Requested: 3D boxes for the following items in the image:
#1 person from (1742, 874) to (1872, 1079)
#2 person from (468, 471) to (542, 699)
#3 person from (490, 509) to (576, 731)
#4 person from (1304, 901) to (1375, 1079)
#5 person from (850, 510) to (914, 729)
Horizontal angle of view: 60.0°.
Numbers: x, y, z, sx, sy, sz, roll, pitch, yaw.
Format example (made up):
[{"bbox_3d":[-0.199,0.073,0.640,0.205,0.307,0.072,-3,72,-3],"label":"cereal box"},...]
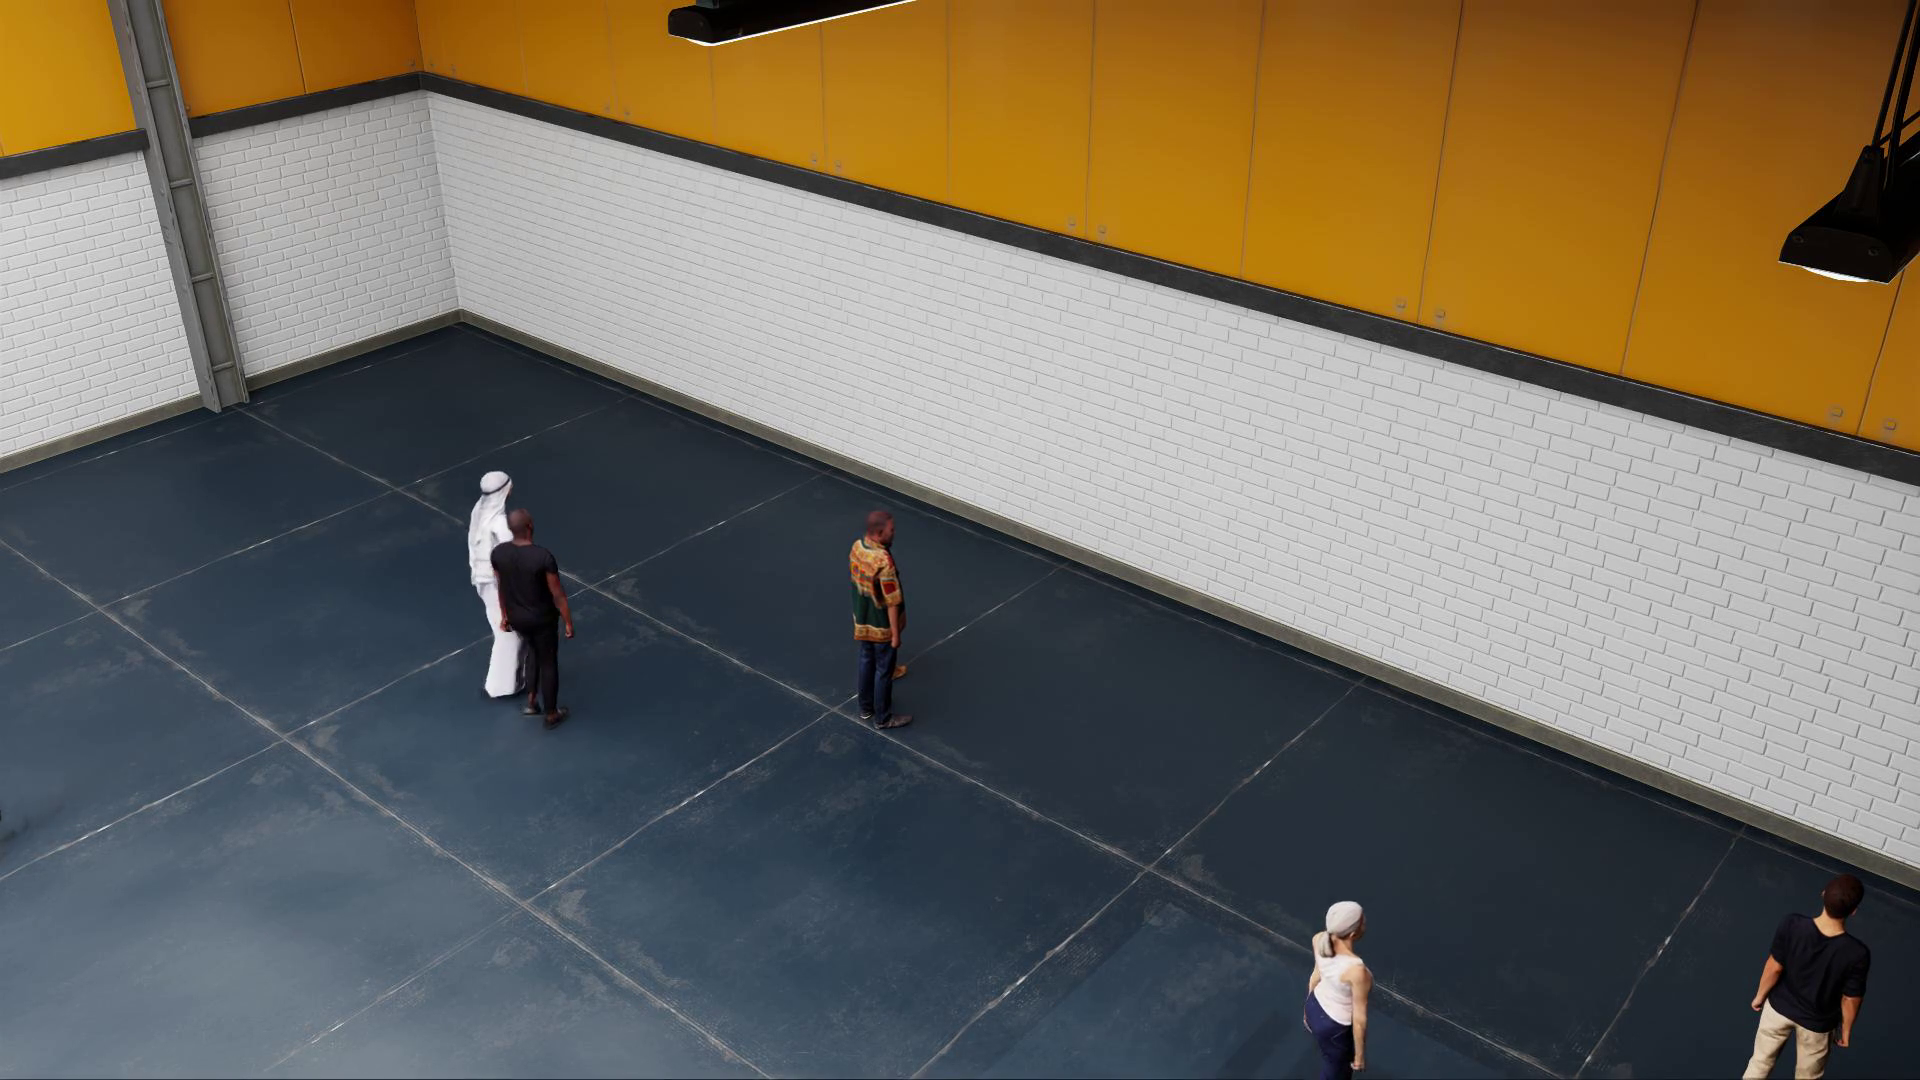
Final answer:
[{"bbox_3d":[4.542,2.560,8.971,0.650,1.857,0.520,21,35,33],"label":"person"},{"bbox_3d":[-3.644,0.377,12.922,0.940,1.906,0.839,-16,33,-27],"label":"person"},{"bbox_3d":[-3.272,0.642,12.544,0.881,1.803,0.887,10,30,17],"label":"person"},{"bbox_3d":[1.939,2.666,8.954,1.091,1.687,0.913,-10,30,-18],"label":"person"},{"bbox_3d":[-0.627,0.597,12.623,0.764,1.805,0.775,-18,33,-29],"label":"person"}]
